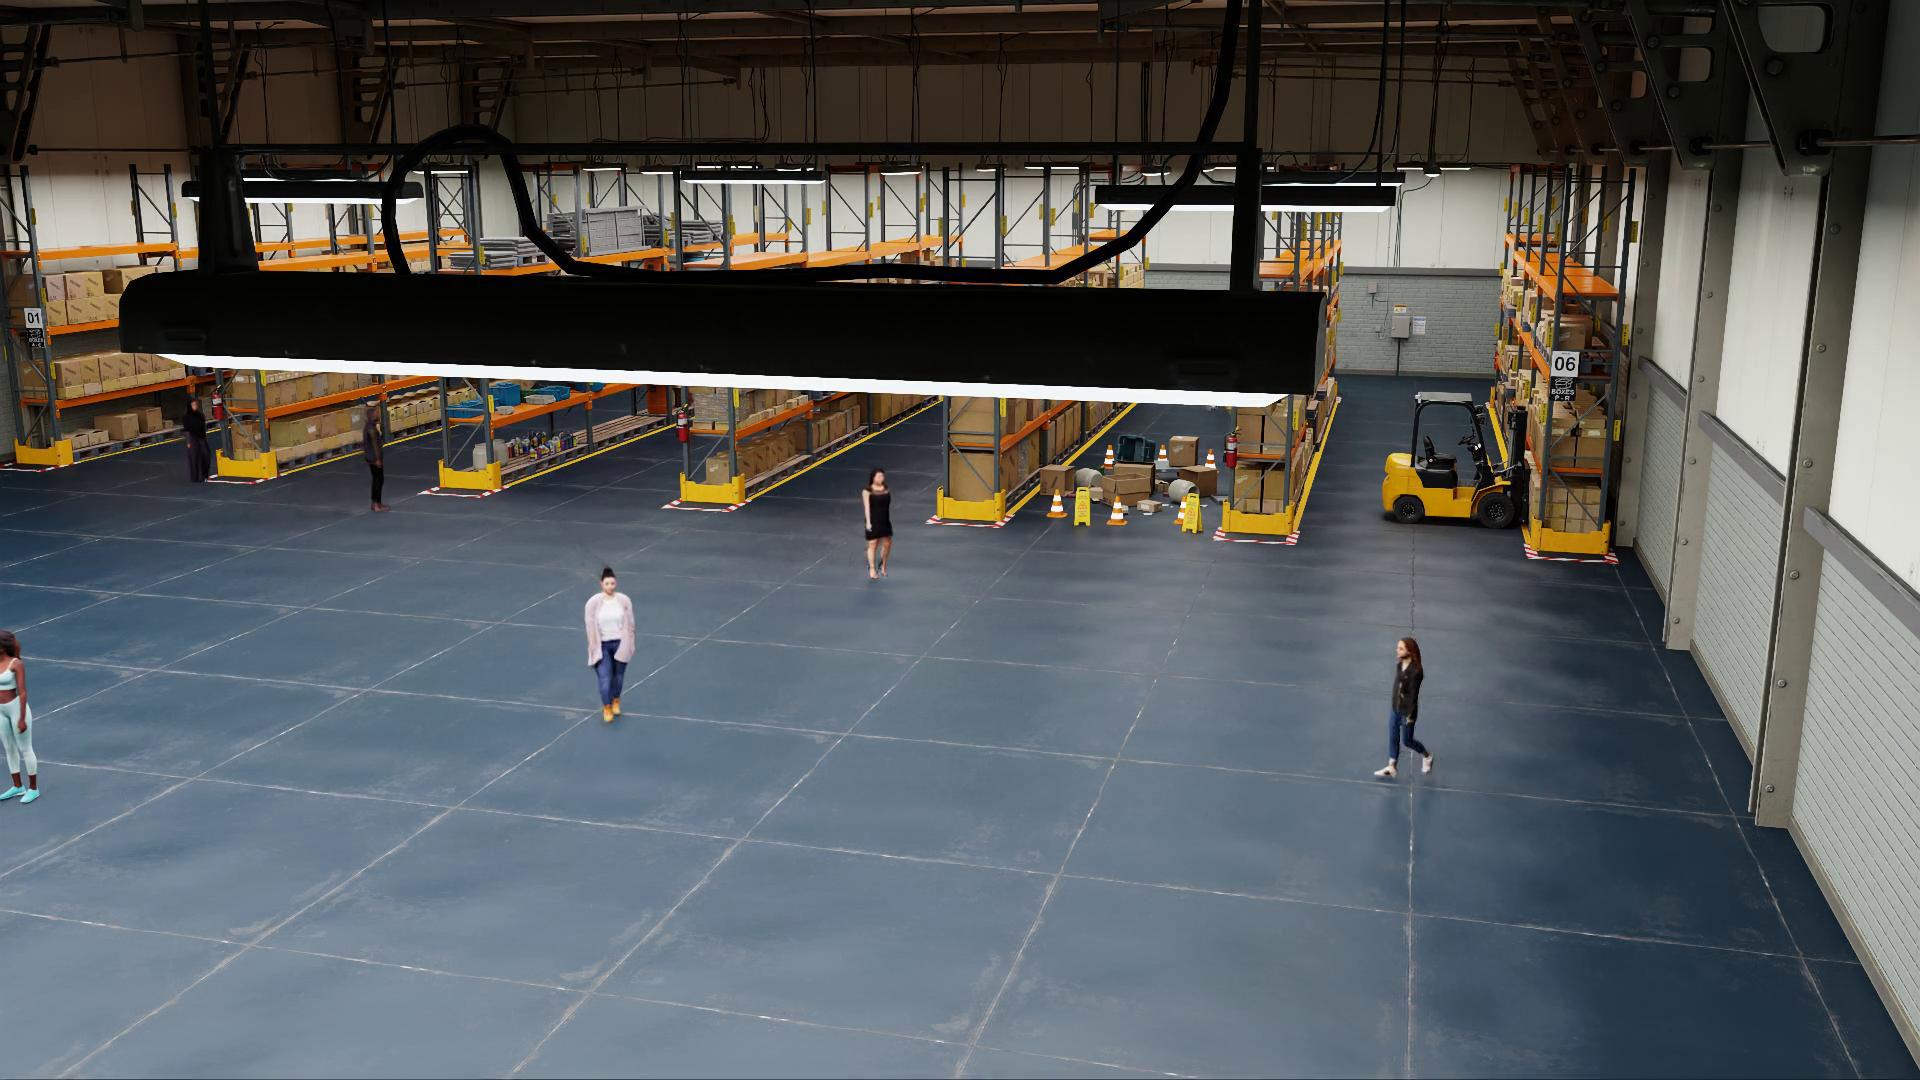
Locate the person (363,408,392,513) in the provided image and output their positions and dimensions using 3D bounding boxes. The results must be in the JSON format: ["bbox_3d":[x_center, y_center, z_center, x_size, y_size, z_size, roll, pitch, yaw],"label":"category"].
[{"bbox_3d":[-10.424,-1.426,29.542,0.870,1.830,0.783,-6,14,-23],"label":"person"}]

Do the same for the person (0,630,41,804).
[{"bbox_3d":[-9.254,1.710,16.235,0.558,1.724,0.524,4,14,16],"label":"person"}]

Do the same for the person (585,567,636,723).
[{"bbox_3d":[-3.940,1.138,18.695,0.932,1.727,1.001,-5,14,-21],"label":"person"}]

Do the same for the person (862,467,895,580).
[{"bbox_3d":[-1.288,-0.248,24.732,0.770,1.705,0.843,-9,16,-35],"label":"person"}]

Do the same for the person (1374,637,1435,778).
[{"bbox_3d":[4.551,1.704,16.821,0.879,1.471,0.871,-4,14,-18],"label":"person"}]

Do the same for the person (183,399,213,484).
[{"bbox_3d":[-14.839,-1.931,32.215,0.813,1.609,0.782,11,17,40],"label":"person"}]
